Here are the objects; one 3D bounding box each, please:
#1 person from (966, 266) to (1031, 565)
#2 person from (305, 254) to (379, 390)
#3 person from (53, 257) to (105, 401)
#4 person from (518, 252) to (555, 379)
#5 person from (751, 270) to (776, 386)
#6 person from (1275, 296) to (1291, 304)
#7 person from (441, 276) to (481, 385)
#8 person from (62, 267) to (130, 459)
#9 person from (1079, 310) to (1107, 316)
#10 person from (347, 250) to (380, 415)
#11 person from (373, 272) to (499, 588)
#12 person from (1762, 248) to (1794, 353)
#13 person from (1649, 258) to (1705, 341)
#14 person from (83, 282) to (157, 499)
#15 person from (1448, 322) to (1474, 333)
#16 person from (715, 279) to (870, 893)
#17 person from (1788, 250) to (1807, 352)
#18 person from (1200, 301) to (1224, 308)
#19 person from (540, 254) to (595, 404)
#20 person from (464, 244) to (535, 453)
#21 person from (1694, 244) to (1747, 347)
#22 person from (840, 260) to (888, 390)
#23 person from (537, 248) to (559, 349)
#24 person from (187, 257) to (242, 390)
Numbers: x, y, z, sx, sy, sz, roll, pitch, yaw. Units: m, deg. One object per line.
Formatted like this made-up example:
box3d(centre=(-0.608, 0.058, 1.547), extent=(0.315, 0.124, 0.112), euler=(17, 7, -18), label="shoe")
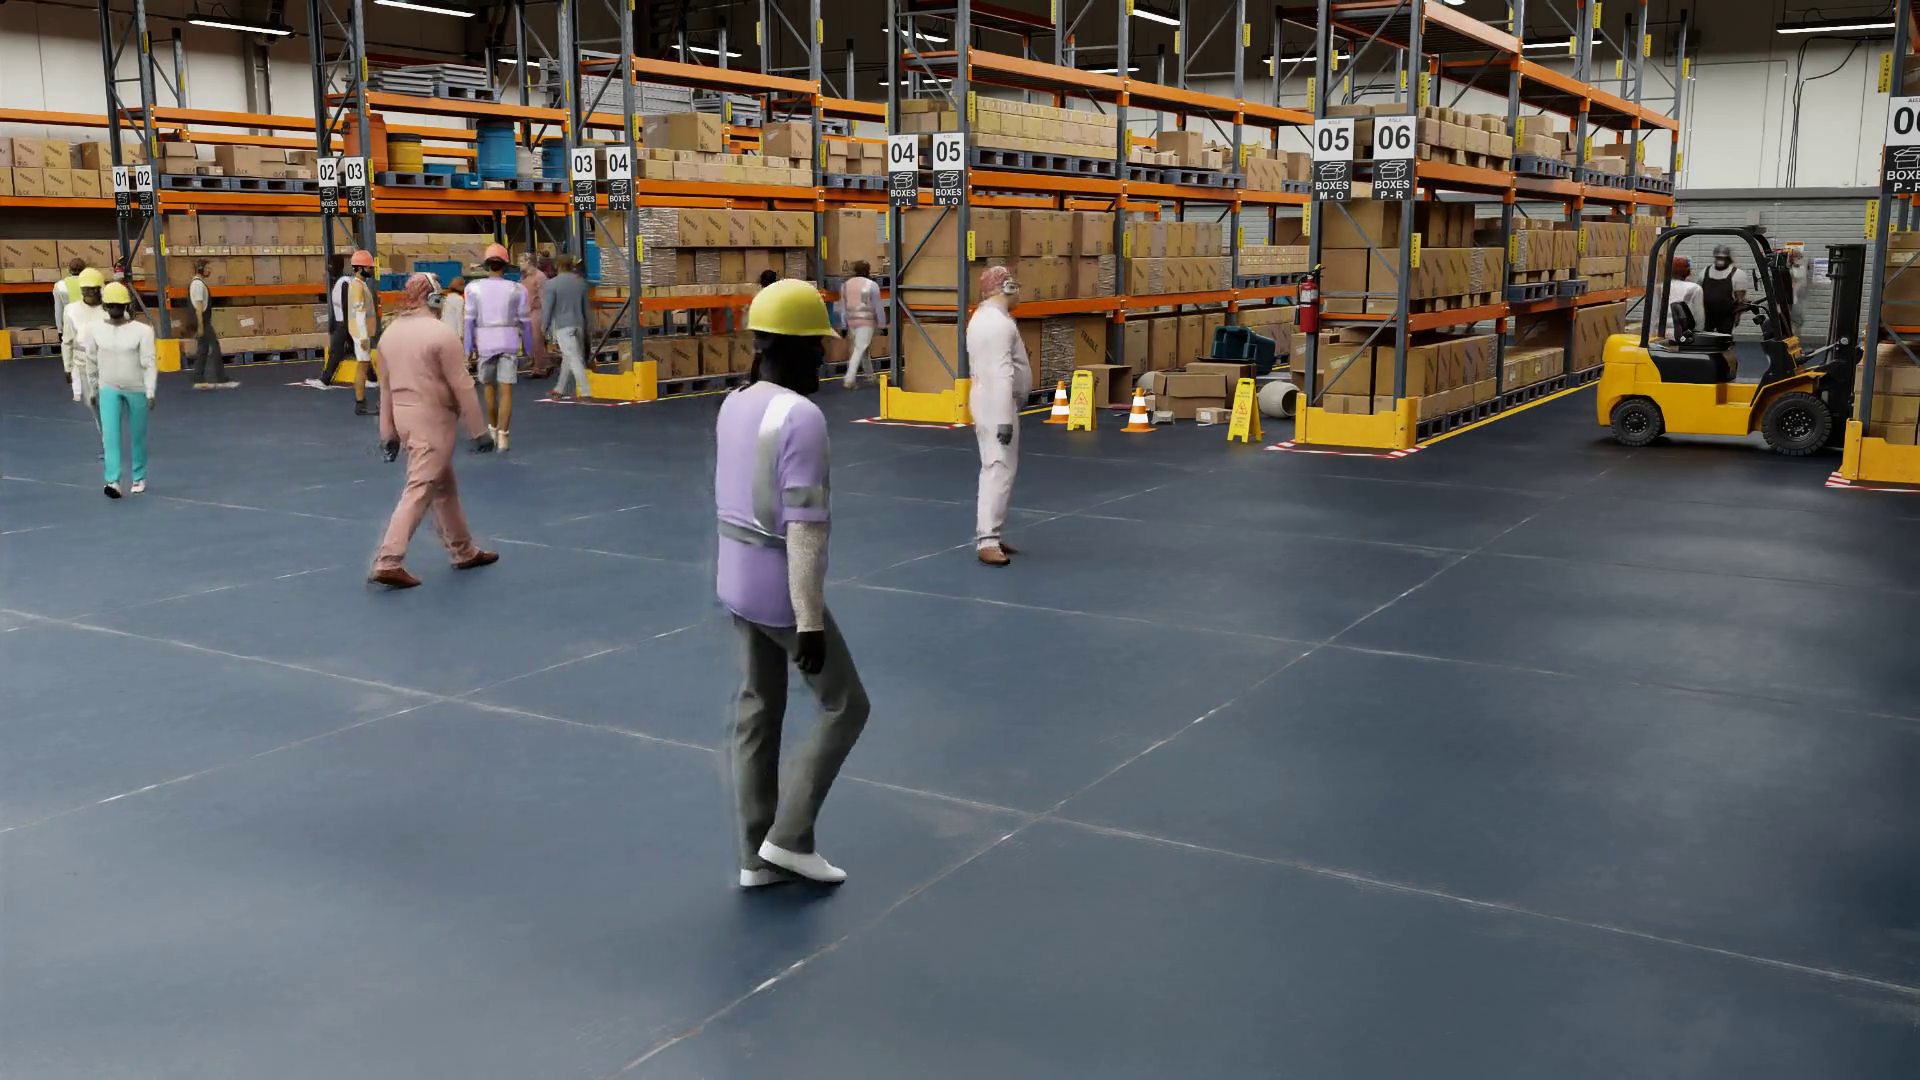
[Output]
box3d(centre=(0.270, -0.797, 10.641), extent=(0.402, 1.881, 0.787), euler=(-2, 10, -10), label="person")
box3d(centre=(-8.623, -3.026, 23.135), extent=(1.013, 1.860, 0.622), euler=(-5, 11, -27), label="person")
box3d(centre=(-11.291, -2.711, 21.436), extent=(0.636, 1.840, 0.429), euler=(-5, 11, -26), label="person")
box3d(centre=(-6.365, -3.328, 24.785), extent=(0.408, 1.886, 0.690), euler=(-9, 14, -41), label="person")
box3d(centre=(-2.504, -2.766, 22.229), extent=(0.555, 1.650, 0.850), euler=(9, 14, 41), label="person")
box3d(centre=(7.076, -5.461, 36.966), extent=(0.583, 1.791, 0.961), euler=(-10, 14, -43), label="person")
box3d(centre=(-7.205, -2.922, 23.355), extent=(0.889, 1.580, 0.520), euler=(-8, 13, -37), label="person")
box3d(centre=(-8.224, -1.702, 15.907), extent=(0.600, 1.805, 0.840), euler=(-2, 10, -13), label="person")
box3d(centre=(2.198, -3.867, 27.480), extent=(0.390, 1.991, 0.625), euler=(-9, 14, -41), label="person")
box3d(centre=(-7.032, -2.444, 19.672), extent=(0.373, 1.935, 0.552), euler=(-4, 11, -19), label="person")
box3d(centre=(-3.188, -0.666, 9.959), extent=(0.654, 1.859, 1.005), euler=(8, 13, 38), label="person")
box3d(centre=(14.789, -4.286, 29.976), extent=(0.671, 1.936, 0.643), euler=(8, 13, 37), label="person")
box3d(centre=(8.621, -2.452, 19.989), extent=(0.589, 1.834, 0.956), euler=(9, 14, 41), label="person")
box3d(centre=(-6.647, -1.180, 13.202), extent=(0.535, 1.704, 0.939), euler=(-3, 11, -18), label="person")
box3d(centre=(9.550, -4.597, 31.553), extent=(0.645, 2.013, 0.478), euler=(3, 11, 15), label="person")
box3d(centre=(-0.516, 0.159, 5.146), extent=(0.456, 1.909, 0.621), euler=(-7, 12, -33), label="person")
box3d(centre=(15.406, -4.388, 30.663), extent=(0.676, 1.903, 0.443), euler=(-8, 13, -39), label="person")
box3d(centre=(4.742, -4.477, 31.021), extent=(0.664, 1.942, 0.624), euler=(-10, 14, -43), label="person")
box3d(centre=(-5.004, -2.670, 21.113), extent=(0.940, 1.884, 0.628), euler=(6, 12, 32), label="person")
box3d(centre=(-4.522, -1.892, 16.381), extent=(0.646, 2.000, 0.961), euler=(-2, 10, -10), label="person")
box3d(centre=(11.129, -3.356, 24.489), extent=(0.710, 2.000, 0.929), euler=(8, 13, 37), label="person")
box3d(centre=(-1.366, -2.990, 23.155), extent=(0.630, 1.799, 0.972), euler=(8, 13, 37), label="person")
box3d(centre=(-7.930, -4.636, 31.947), extent=(0.637, 1.936, 0.355), euler=(10, 14, 44), label="person")
box3d(centre=(-10.379, -2.988, 23.044), extent=(0.592, 1.834, 0.542), euler=(-7, 12, -34), label="person")
